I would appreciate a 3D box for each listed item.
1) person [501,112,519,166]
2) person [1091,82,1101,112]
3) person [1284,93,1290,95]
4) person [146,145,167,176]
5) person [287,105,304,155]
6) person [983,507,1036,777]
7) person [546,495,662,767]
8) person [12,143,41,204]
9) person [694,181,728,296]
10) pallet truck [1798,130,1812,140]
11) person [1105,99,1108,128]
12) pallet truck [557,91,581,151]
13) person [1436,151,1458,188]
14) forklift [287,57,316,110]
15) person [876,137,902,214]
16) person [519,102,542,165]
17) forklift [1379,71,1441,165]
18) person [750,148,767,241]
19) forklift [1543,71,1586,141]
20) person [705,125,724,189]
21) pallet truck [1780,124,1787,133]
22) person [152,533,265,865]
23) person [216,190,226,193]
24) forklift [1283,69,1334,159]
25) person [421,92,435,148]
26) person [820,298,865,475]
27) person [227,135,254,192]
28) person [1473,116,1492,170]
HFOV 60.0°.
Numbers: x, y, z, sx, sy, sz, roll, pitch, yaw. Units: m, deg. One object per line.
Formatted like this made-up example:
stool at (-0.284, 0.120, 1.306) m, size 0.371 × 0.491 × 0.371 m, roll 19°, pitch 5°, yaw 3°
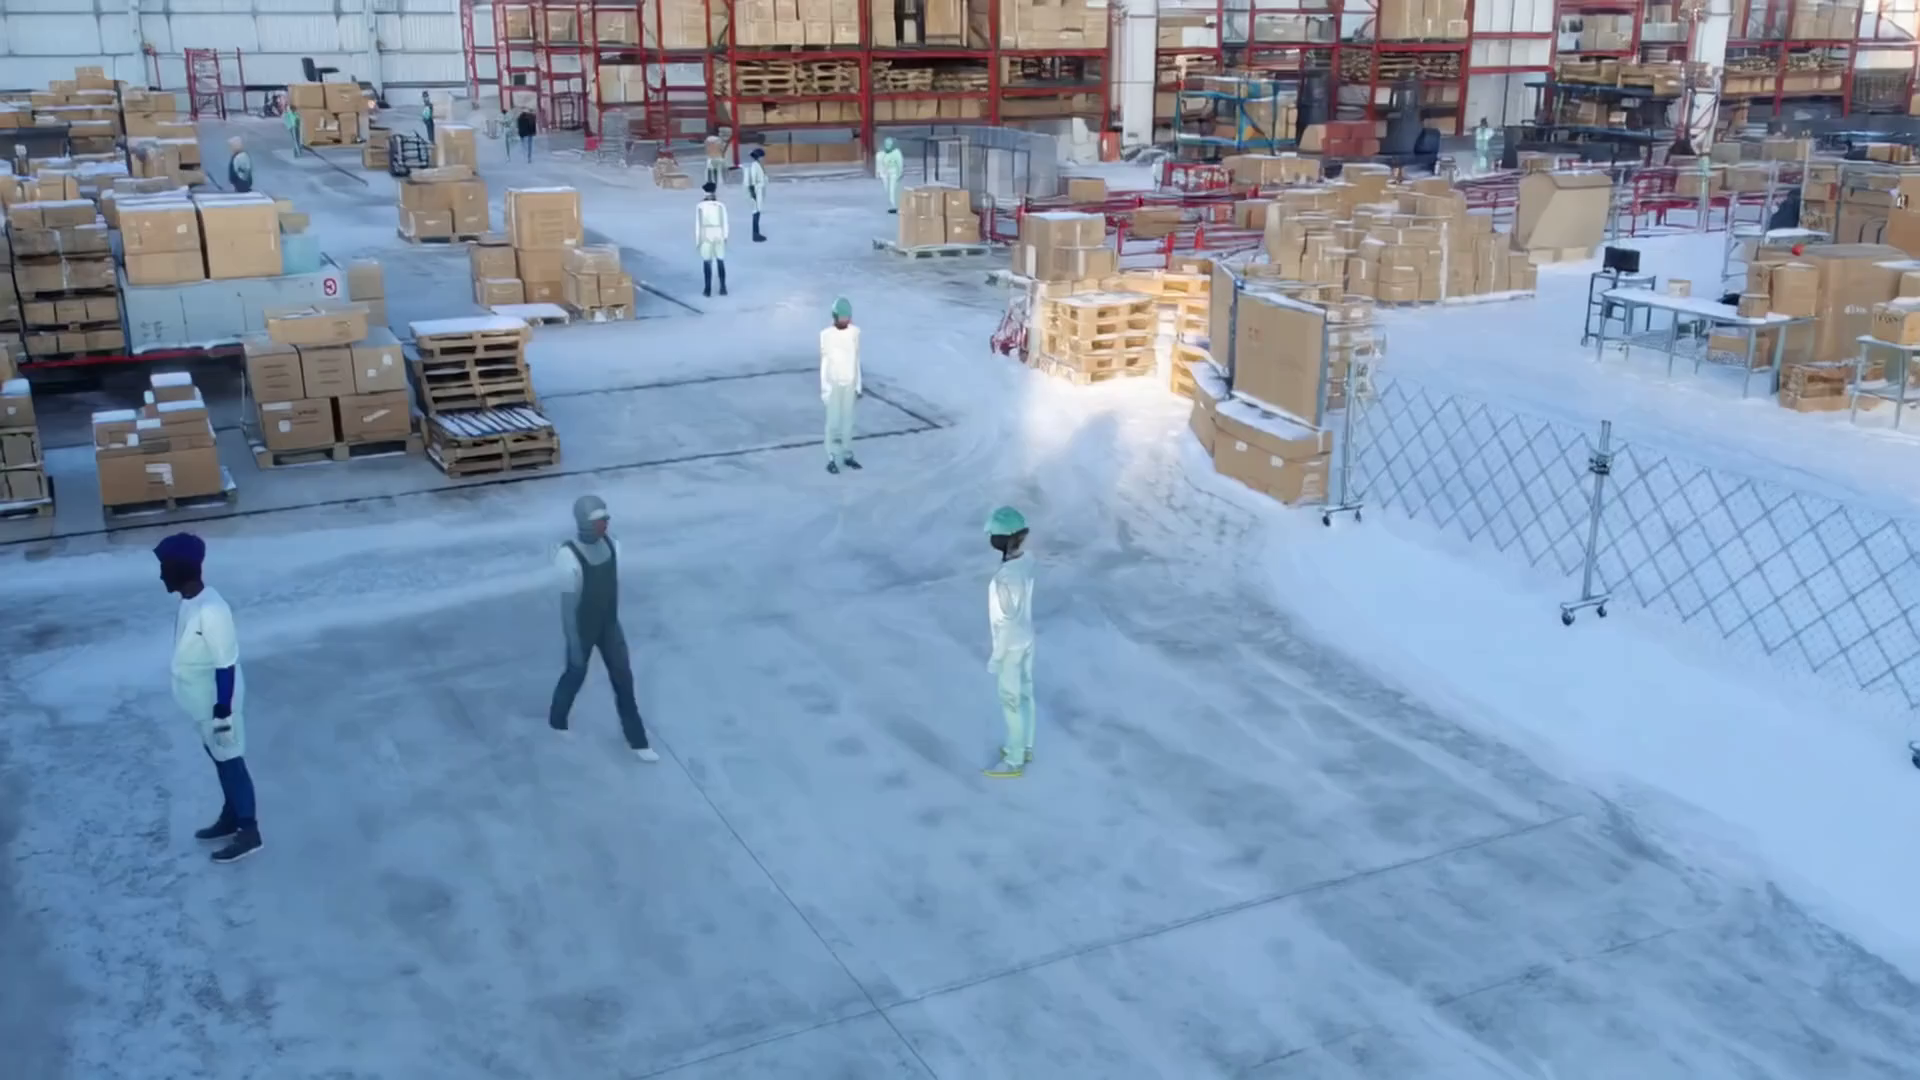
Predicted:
person at (-13.995, -12.454, 51.679) m, size 0.547 × 1.612 × 0.647 m, roll 0°, pitch 18°, yaw -1°
person at (5.711, -18.199, 69.168) m, size 0.679 × 1.886 × 0.738 m, roll -8°, pitch 19°, yaw -22°
person at (11.757, -15.278, 60.237) m, size 0.920 × 1.785 × 0.599 m, roll -5°, pitch 18°, yaw -15°
person at (-17.692, -7.752, 36.662) m, size 0.644 × 1.853 × 0.501 m, roll 12°, pitch 21°, yaw 32°
person at (-22.185, -13.673, 55.459) m, size 0.310 × 1.642 × 0.514 m, roll 7°, pitch 19°, yaw 20°
person at (0.307, 0.647, 10.614) m, size 0.319 × 1.767 × 0.534 m, roll 7°, pitch 19°, yaw 21°
person at (-2.413, 0.564, 10.823) m, size 0.951 × 1.804 × 0.523 m, roll 12°, pitch 21°, yaw 32°
person at (-20.756, -7.887, 37.051) m, size 0.574 × 1.876 × 0.356 m, roll 0°, pitch 18°, yaw 1°
person at (-4.237, -5.127, 28.344) m, size 0.547 × 1.934 × 0.376 m, roll -3°, pitch 18°, yaw -8°
pallet truck at (25.526, -11.556, 49.408) m, size 1.630 × 1.274 × 0.653 m, roll -9°, pitch 20°, yaw -26°
person at (5.846, -16.997, 65.854) m, size 0.530 × 1.604 × 0.695 m, roll -1°, pitch 18°, yaw -2°
pallet truck at (-13.495, -14.412, 57.188) m, size 0.823 × 1.965 × 1.885 m, roll -3°, pitch 18°, yaw -9°
person at (11.054, -8.011, 37.819) m, size 0.498 × 1.633 × 0.280 m, roll 5°, pitch 19°, yaw 16°
forklift at (-25.841, -17.776, 66.253) m, size 1.873 × 2.768 × 1.129 m, roll -9°, pitch 20°, yaw -26°
person at (-1.706, -8.667, 39.613) m, size 0.584 × 1.782 × 0.903 m, roll 4°, pitch 18°, yaw 13°
person at (-13.445, -12.704, 51.975) m, size 0.621 × 1.937 × 1.077 m, roll 3°, pitch 18°, yaw 9°
forklift at (14.069, -13.247, 52.133) m, size 1.873 × 2.768 × 1.129 m, roll -8°, pitch 19°, yaw -23°
person at (-4.227, -7.277, 35.067) m, size 0.399 × 1.928 × 0.541 m, roll -3°, pitch 18°, yaw -9°
forklift at (18.685, -13.231, 52.085) m, size 1.873 × 2.768 × 1.129 m, roll -9°, pitch 20°, yaw -26°
person at (-6.649, -10.381, 45.105) m, size 0.541 × 1.695 × 0.316 m, roll -10°, pitch 20°, yaw -28°
pallet truck at (25.206, -12.542, 52.601) m, size 1.601 × 1.201 × 0.680 m, roll 0°, pitch 18°, yaw -2°
person at (-4.293, 0.896, 9.513) m, size 0.362 × 1.963 × 0.613 m, roll -13°, pitch 22°, yaw -34°
person at (-12.052, -4.771, 27.263) m, size 0.371 × 1.915 × 0.595 m, roll 3°, pitch 18°, yaw 8°
forklift at (11.615, -13.871, 54.079) m, size 1.129 × 2.768 × 1.873 m, roll -9°, pitch 20°, yaw -27°
person at (-18.674, -14.756, 58.405) m, size 0.396 × 1.911 × 0.588 m, roll -17°, pitch 24°, yaw -42°
person at (-1.230, -1.627, 17.547) m, size 0.514 × 1.864 × 0.332 m, roll -13°, pitch 22°, yaw -36°
person at (-16.100, -8.085, 37.394) m, size 0.671 × 2.000 × 0.695 m, roll -7°, pitch 19°, yaw -21°
person at (15.362, -11.623, 48.987) m, size 0.386 × 1.680 × 0.551 m, roll -10°, pitch 21°, yaw -29°
